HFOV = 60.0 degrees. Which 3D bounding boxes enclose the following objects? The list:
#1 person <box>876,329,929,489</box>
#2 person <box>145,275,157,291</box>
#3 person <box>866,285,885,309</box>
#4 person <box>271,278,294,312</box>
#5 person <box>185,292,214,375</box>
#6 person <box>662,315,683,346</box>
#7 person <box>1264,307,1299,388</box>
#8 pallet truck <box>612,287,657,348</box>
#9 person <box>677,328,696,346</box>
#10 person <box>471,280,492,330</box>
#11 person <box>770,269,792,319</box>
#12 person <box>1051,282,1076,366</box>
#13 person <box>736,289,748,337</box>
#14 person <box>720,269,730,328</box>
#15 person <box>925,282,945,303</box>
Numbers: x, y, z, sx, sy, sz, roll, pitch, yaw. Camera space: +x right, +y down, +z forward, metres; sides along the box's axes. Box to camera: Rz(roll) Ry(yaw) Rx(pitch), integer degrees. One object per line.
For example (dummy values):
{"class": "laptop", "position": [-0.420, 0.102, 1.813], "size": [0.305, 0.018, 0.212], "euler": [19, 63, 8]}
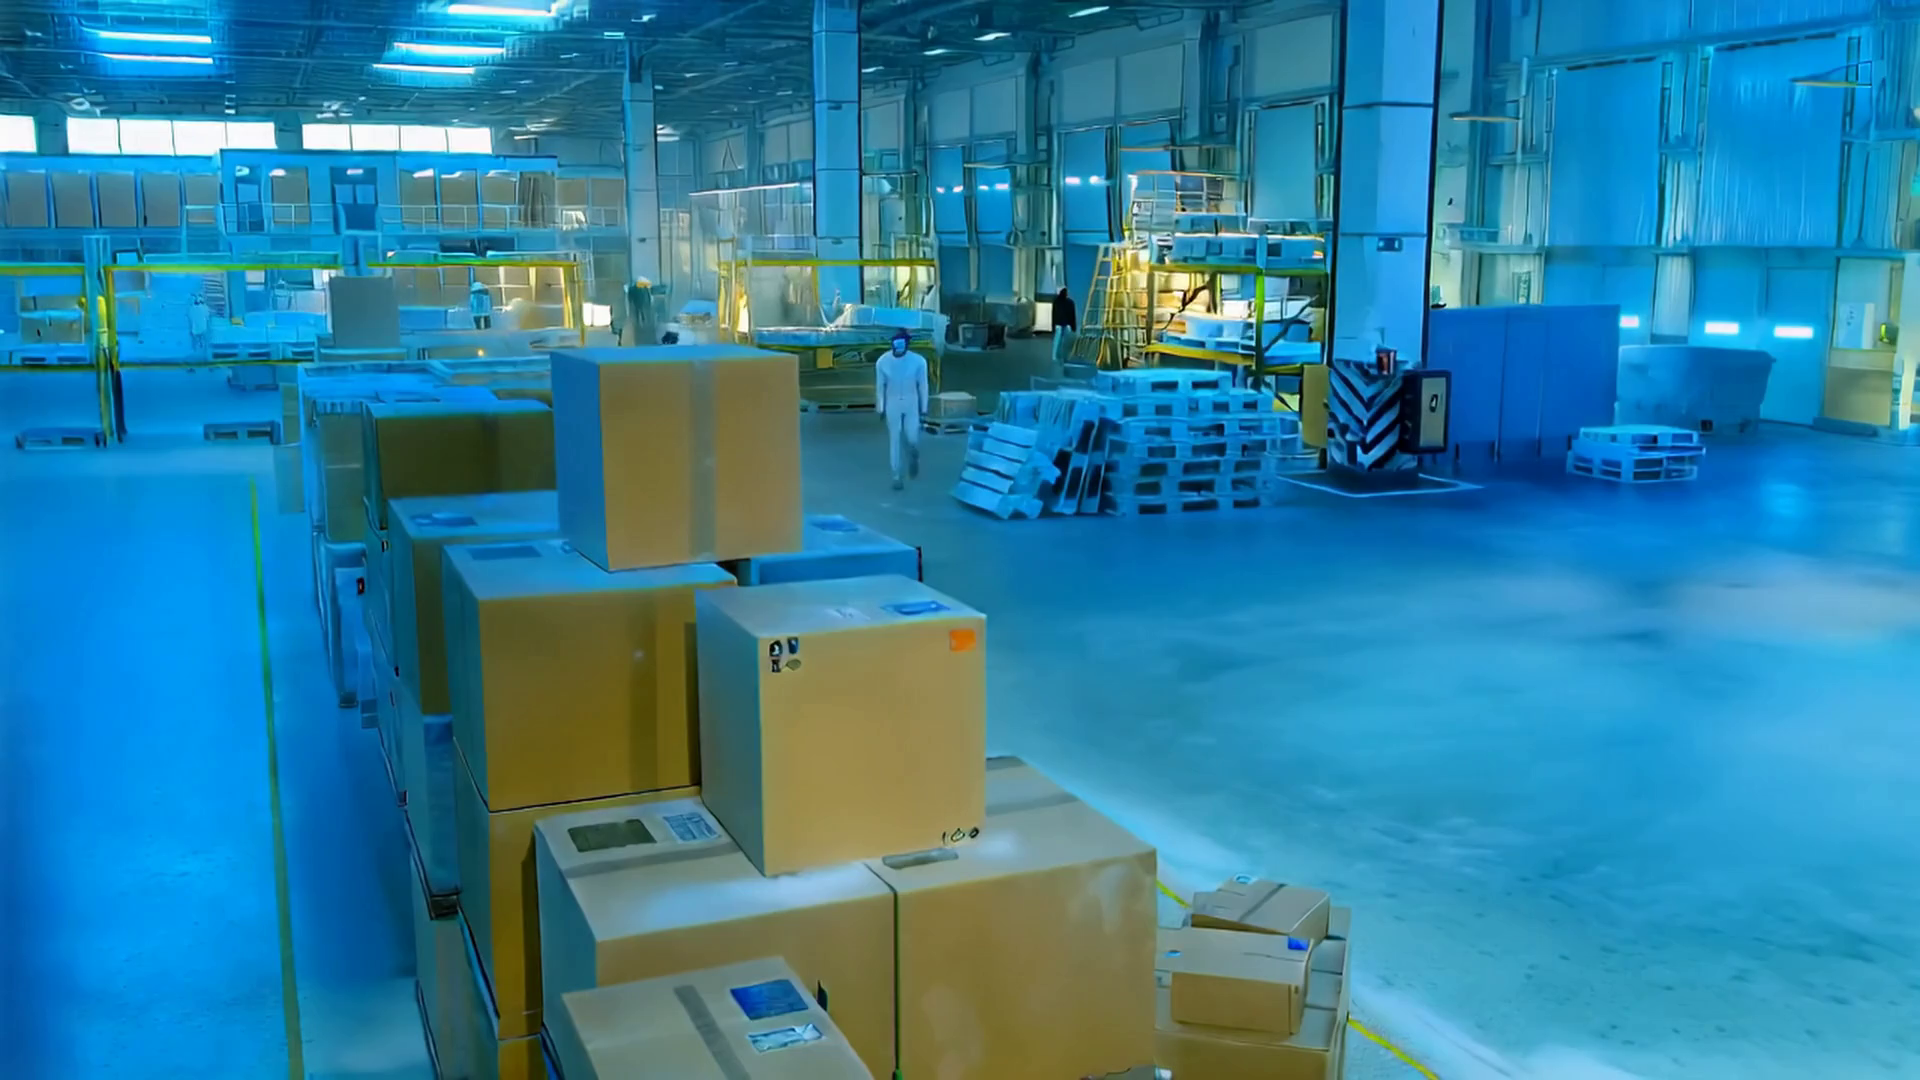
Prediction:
{"class": "person", "position": [-0.691, -1.585, 20.054], "size": [0.628, 1.928, 0.502], "euler": [1, 10, 5]}
{"class": "person", "position": [-24.441, -7.078, 50.430], "size": [0.975, 1.886, 0.596], "euler": [5, 11, 26]}
{"class": "person", "position": [-2.243, -5.929, 44.446], "size": [0.546, 1.751, 0.449], "euler": [-5, 12, -27]}
{"class": "person", "position": [-18.773, -6.308, 46.094], "size": [0.670, 1.926, 0.642], "euler": [7, 12, 32]}
{"class": "person", "position": [-16.737, -4.531, 36.576], "size": [0.540, 1.815, 1.003], "euler": [1, 10, 4]}
{"class": "person", "position": [-4.731, -2.907, 27.881], "size": [0.515, 1.720, 0.519], "euler": [-4, 11, -23]}
{"class": "person", "position": [5.290, -2.894, 27.381], "size": [0.585, 1.882, 0.337], "euler": [0, 10, -1]}
{"class": "pallet truck", "position": [-6.464, -4.406, 35.401], "size": [0.823, 1.965, 1.885], "euler": [6, 12, 32]}
{"class": "person", "position": [-3.487, -1.809, 21.510], "size": [0.342, 1.845, 0.506], "euler": [2, 10, 10]}
{"class": "person", "position": [-13.279, -6.270, 46.116], "size": [0.626, 1.842, 0.429], "euler": [-9, 14, -42]}
{"class": "person", "position": [-6.603, -9.060, 61.257], "size": [0.752, 1.923, 0.616], "euler": [1, 10, 4]}
{"class": "person", "position": [2.452, -5.103, 39.298], "size": [0.608, 1.987, 0.402], "euler": [-4, 11, -22]}
{"class": "person", "position": [-5.886, -5.922, 44.680], "size": [0.778, 1.650, 0.541], "euler": [10, 14, 44]}
{"class": "person", "position": [-7.943, -8.130, 55.961], "size": [0.393, 1.985, 0.611], "euler": [-2, 10, -11]}
{"class": "person", "position": [-0.741, -6.890, 49.288], "size": [0.594, 1.924, 0.382], "euler": [-2, 10, -10]}
